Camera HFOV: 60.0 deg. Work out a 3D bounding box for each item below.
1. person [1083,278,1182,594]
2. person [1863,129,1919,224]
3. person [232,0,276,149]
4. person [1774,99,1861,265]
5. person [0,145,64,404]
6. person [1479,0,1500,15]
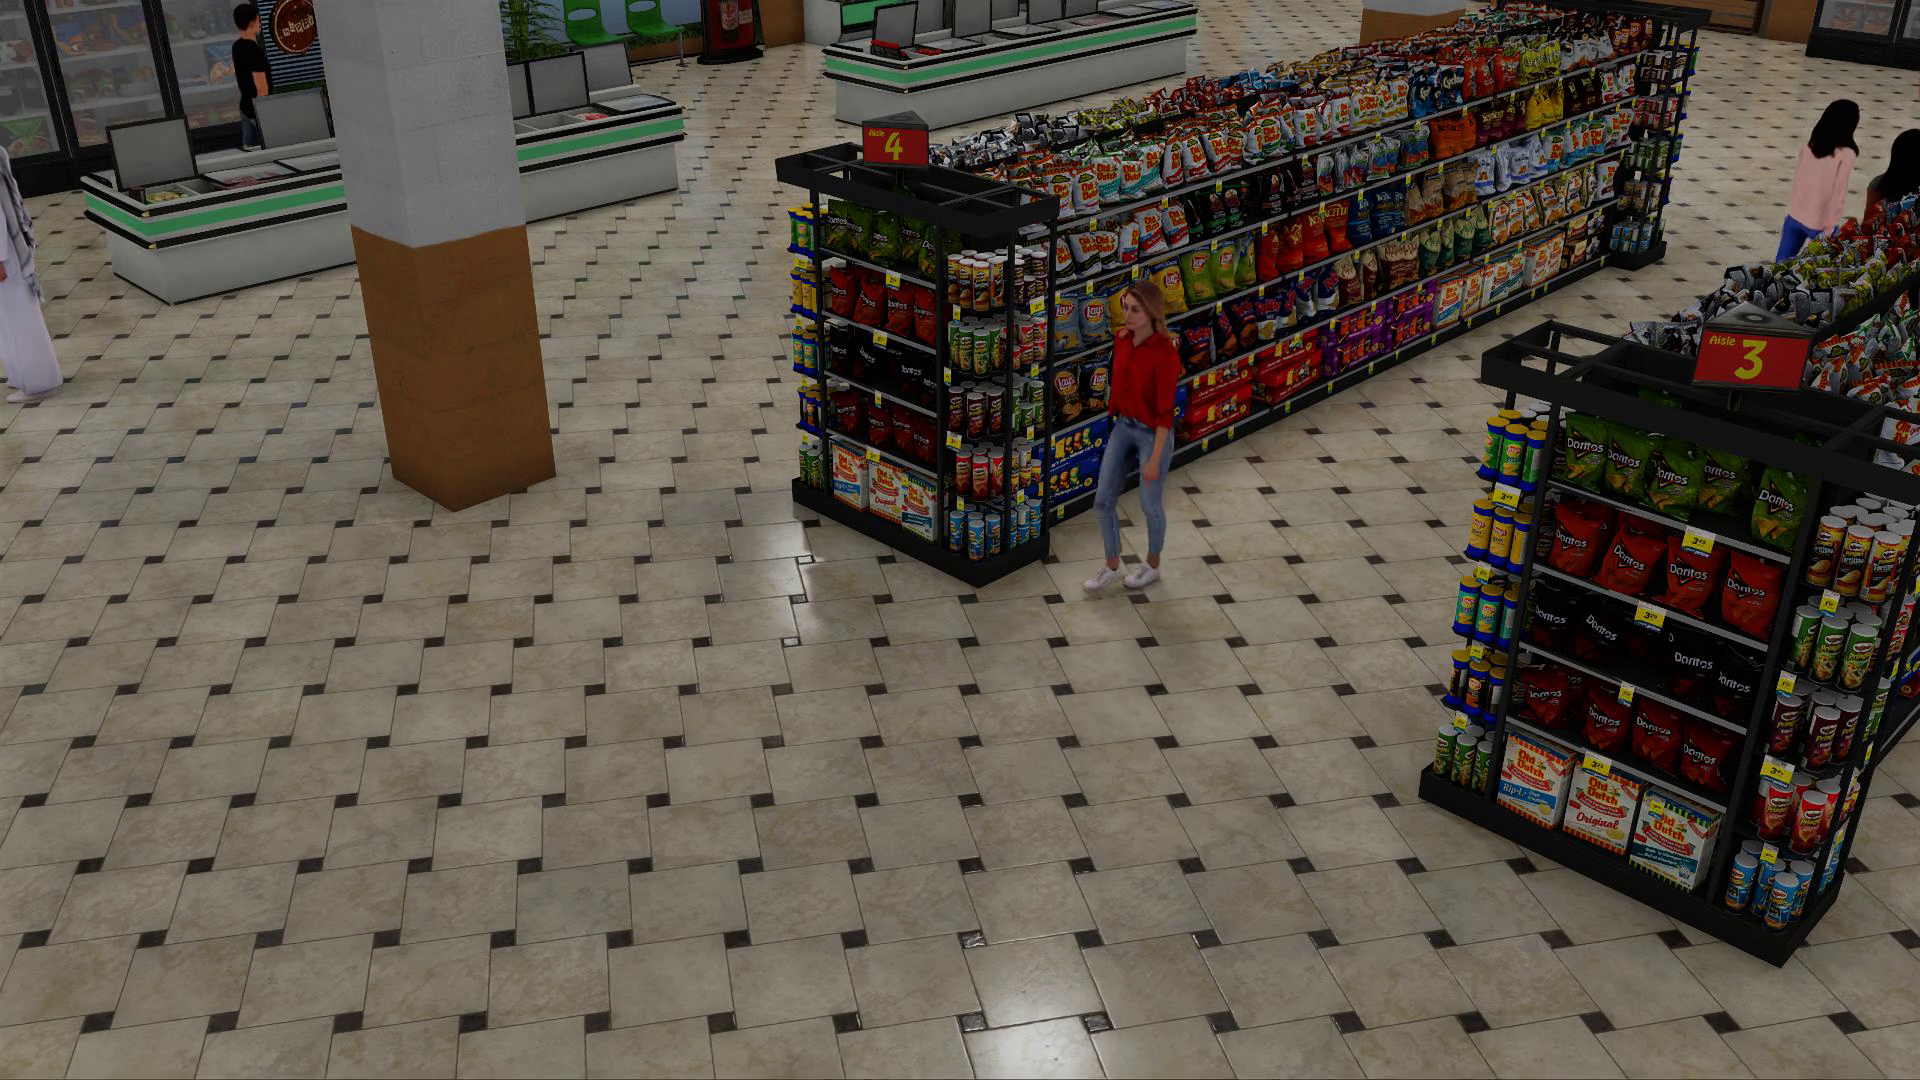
[{"bbox_3d":[0.981,-0.520,8.404,0.710,1.688,0.653,-21,34,-35],"label":"person"},{"bbox_3d":[5.923,-1.711,10.679,0.919,1.754,0.591,-24,35,-39],"label":"person"},{"bbox_3d":[-6.225,-3.702,14.559,0.720,1.795,1.190,22,34,37],"label":"person"},{"bbox_3d":[5.854,-2.157,11.593,1.258,1.723,0.932,-11,29,-21],"label":"person"},{"bbox_3d":[-6.212,-1.864,10.791,0.751,1.927,0.761,-13,30,-23],"label":"person"},{"bbox_3d":[7.883,-8.598,24.289,0.472,1.728,0.631,-23,35,-38],"label":"person"}]
